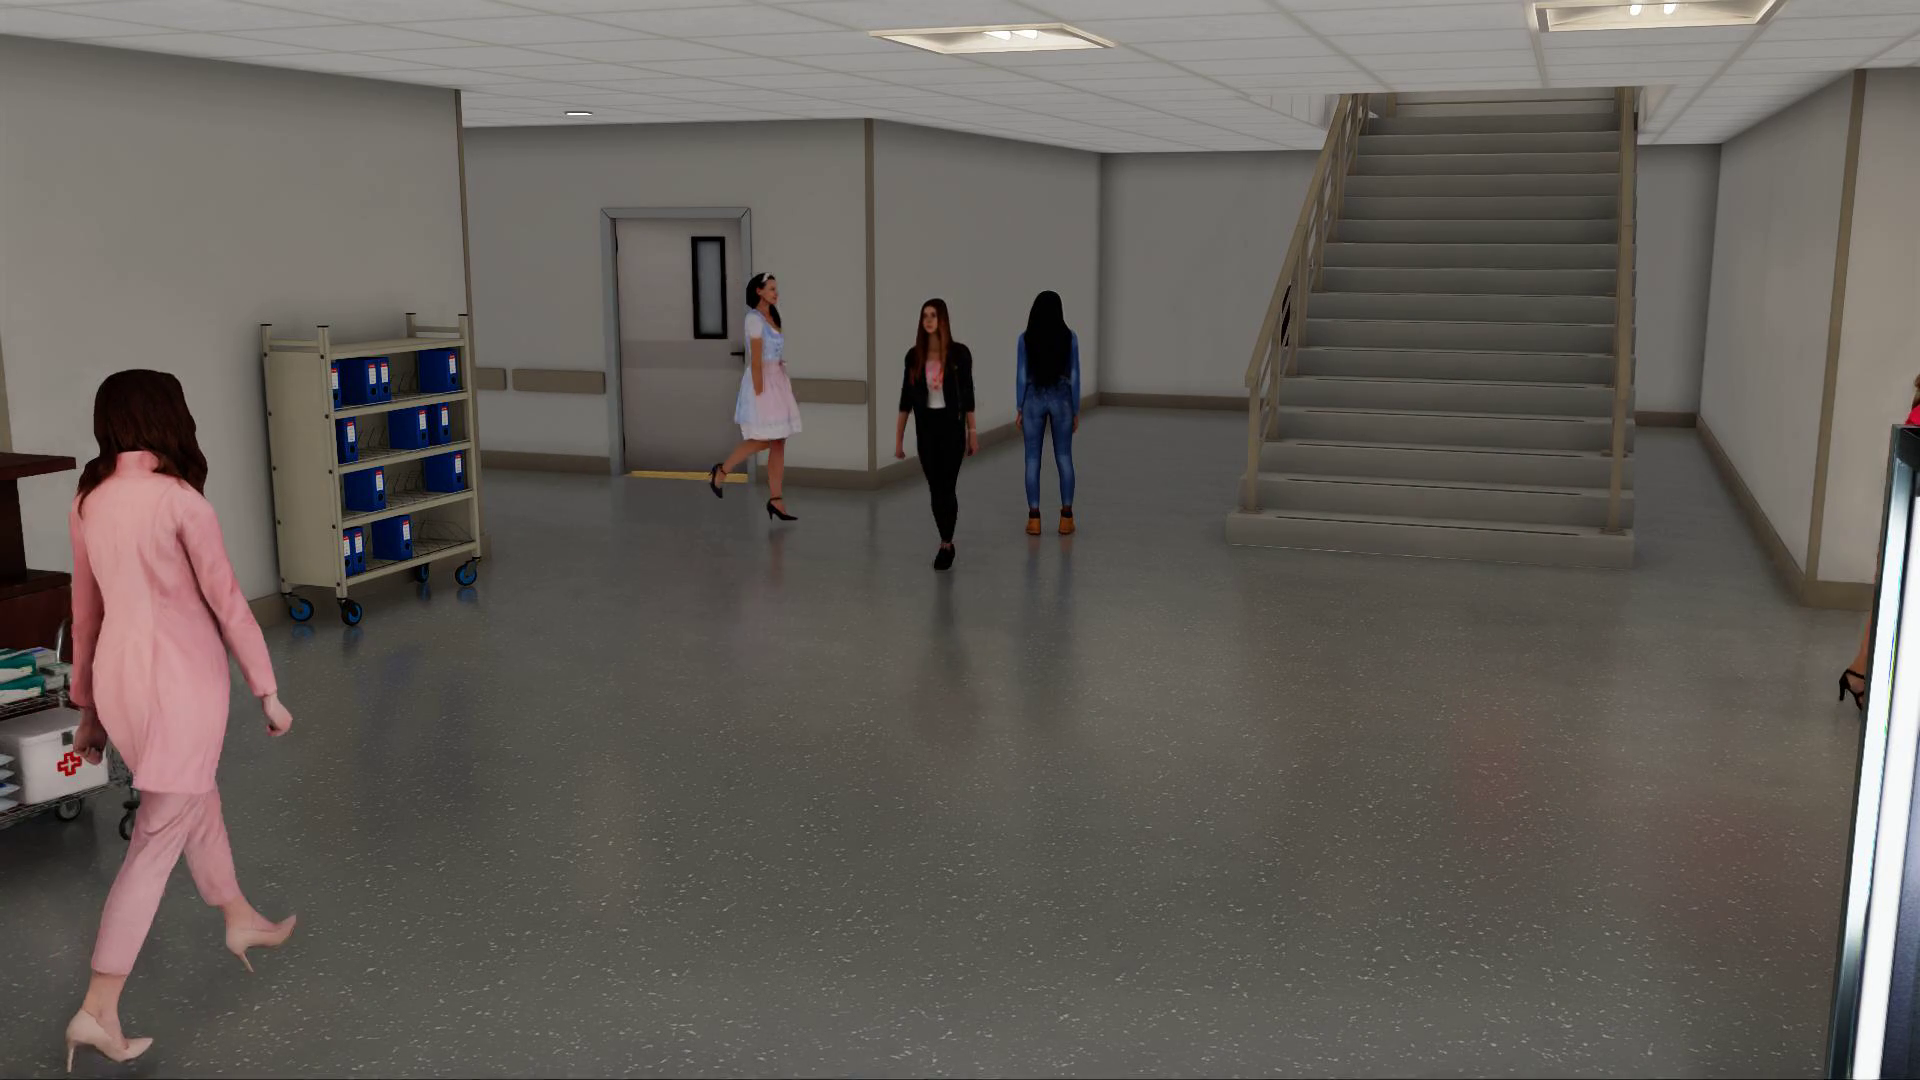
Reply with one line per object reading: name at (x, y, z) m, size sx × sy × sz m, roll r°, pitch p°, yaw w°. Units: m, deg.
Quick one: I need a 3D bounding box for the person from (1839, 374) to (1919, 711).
person at (4.098, -0.019, 7.151) m, size 1.014 × 1.686 × 1.037 m, roll -6°, pitch 12°, yaw -29°

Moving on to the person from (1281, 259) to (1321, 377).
person at (3.319, -1.828, 16.259) m, size 0.741 × 1.845 × 0.603 m, roll 5°, pitch 12°, yaw 25°

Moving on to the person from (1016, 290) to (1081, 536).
person at (0.619, -0.898, 11.712) m, size 0.657 × 1.712 × 0.617 m, roll 0°, pitch 11°, yaw 2°

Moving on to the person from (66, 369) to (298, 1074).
person at (-2.110, 0.493, 4.277) m, size 0.614 × 1.751 × 1.080 m, roll 4°, pitch 11°, yaw 20°

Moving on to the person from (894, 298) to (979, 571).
person at (-0.093, -0.685, 10.641) m, size 0.637 × 1.693 × 0.783 m, roll 3°, pitch 11°, yaw 17°

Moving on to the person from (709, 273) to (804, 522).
person at (-1.506, -1.026, 12.140) m, size 0.745 × 1.805 × 0.887 m, roll 3°, pitch 11°, yaw 16°
